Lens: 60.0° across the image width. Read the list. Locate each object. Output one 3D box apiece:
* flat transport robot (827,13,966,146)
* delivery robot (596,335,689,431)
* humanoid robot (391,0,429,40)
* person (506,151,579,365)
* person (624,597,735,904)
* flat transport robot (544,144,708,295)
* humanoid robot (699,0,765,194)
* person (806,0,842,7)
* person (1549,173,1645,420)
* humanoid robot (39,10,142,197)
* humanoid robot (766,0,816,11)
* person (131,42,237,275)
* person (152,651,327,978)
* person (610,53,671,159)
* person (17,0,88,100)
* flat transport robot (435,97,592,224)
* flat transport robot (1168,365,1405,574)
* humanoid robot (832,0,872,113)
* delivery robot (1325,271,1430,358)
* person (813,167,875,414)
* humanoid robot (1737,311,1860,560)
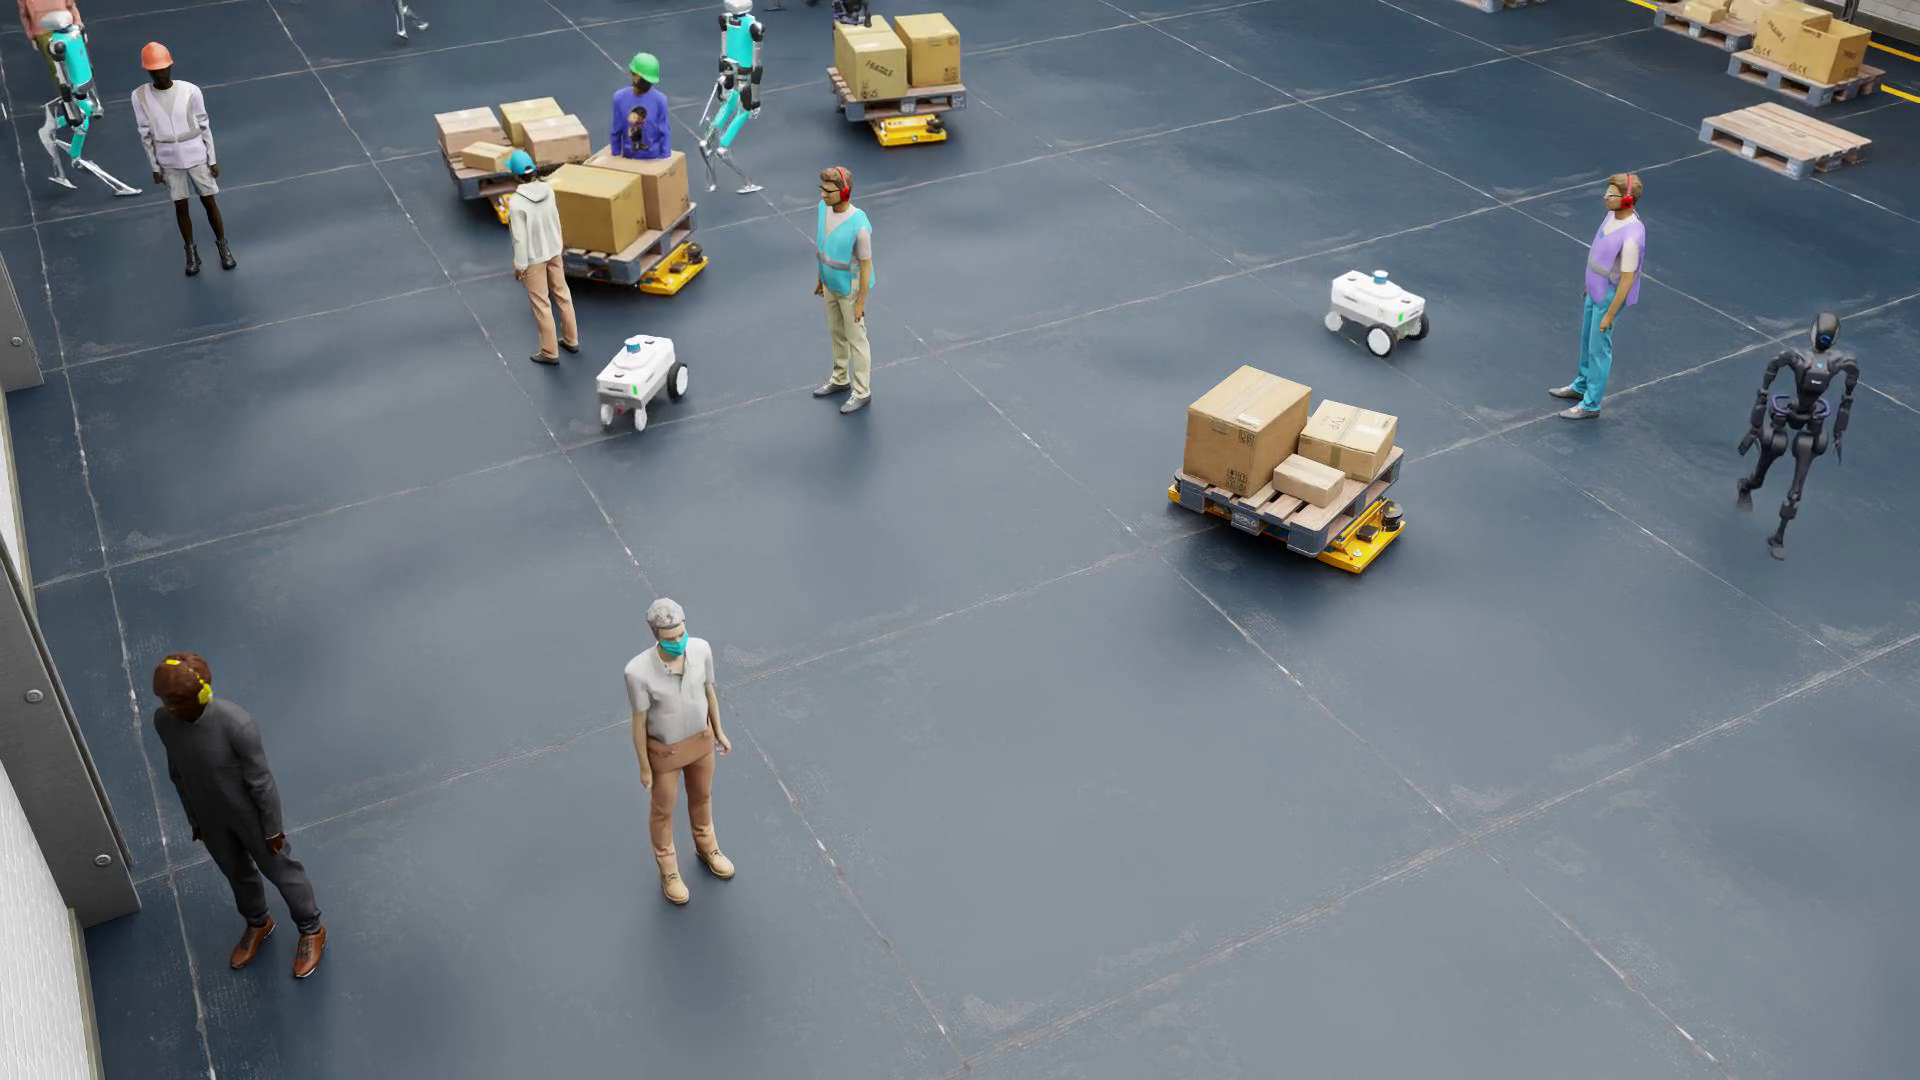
[{"bbox_3d":[-0.643,-4.384,16.976,0.659,0.231,1.431,-9,36,-13],"label":"flat transport robot"},{"bbox_3d":[-2.360,-1.204,12.169,0.499,0.576,0.768,9,36,13],"label":"delivery robot"},{"bbox_3d":[-6.394,-6.468,18.731,0.569,1.776,1.051,5,35,7],"label":"humanoid robot"},{"bbox_3d":[-3.178,-2.122,12.519,0.381,1.673,0.475,20,40,26],"label":"person"},{"bbox_3d":[-1.346,0.992,8.010,0.481,1.748,0.322,-23,41,-29],"label":"person"},{"bbox_3d":[-2.933,-2.390,14.129,1.431,0.231,0.659,11,37,16],"label":"flat transport robot"},{"bbox_3d":[-2.144,-3.975,15.124,0.530,1.787,0.795,27,43,33],"label":"humanoid robot"},{"bbox_3d":[-1.584,-7.354,19.762,0.550,1.938,0.430,15,38,20],"label":"person"},{"bbox_3d":[4.587,-1.720,11.798,0.373,1.843,0.569,3,35,4],"label":"person"},{"bbox_3d":[-8.149,-3.893,15.040,1.037,1.773,0.547,0,35,0],"label":"humanoid robot"},{"bbox_3d":[-2.006,-7.067,19.609,0.671,1.620,0.587,-3,35,-5],"label":"humanoid robot"},{"bbox_3d":[-6.428,-3.150,13.757,0.543,1.942,0.348,-13,37,-18],"label":"person"},{"bbox_3d":[-3.291,1.242,7.556,0.490,1.866,0.353,7,36,9],"label":"person"},{"bbox_3d":[-2.753,-3.170,13.894,0.712,1.834,0.331,3,35,4],"label":"person"},{"bbox_3d":[-9.056,-5.097,16.641,0.545,1.819,0.516,-16,38,-22],"label":"person"},{"bbox_3d":[-4.098,-3.334,15.476,0.659,0.231,1.431,-15,38,-20],"label":"flat transport robot"},{"bbox_3d":[2.165,-0.241,11.060,1.431,0.231,0.659,24,42,30],"label":"flat transport robot"},{"bbox_3d":[-1.107,-5.121,16.803,0.359,1.651,0.601,-26,43,-32],"label":"humanoid robot"},{"bbox_3d":[3.273,-1.829,13.057,0.499,0.571,0.756,-27,43,-33],"label":"delivery robot"},{"bbox_3d":[-0.824,-1.803,11.915,0.390,1.846,0.565,-25,42,-31],"label":"person"},{"bbox_3d":[5.311,-0.734,10.562,0.610,1.635,0.683,8,36,11],"label":"humanoid robot"}]
